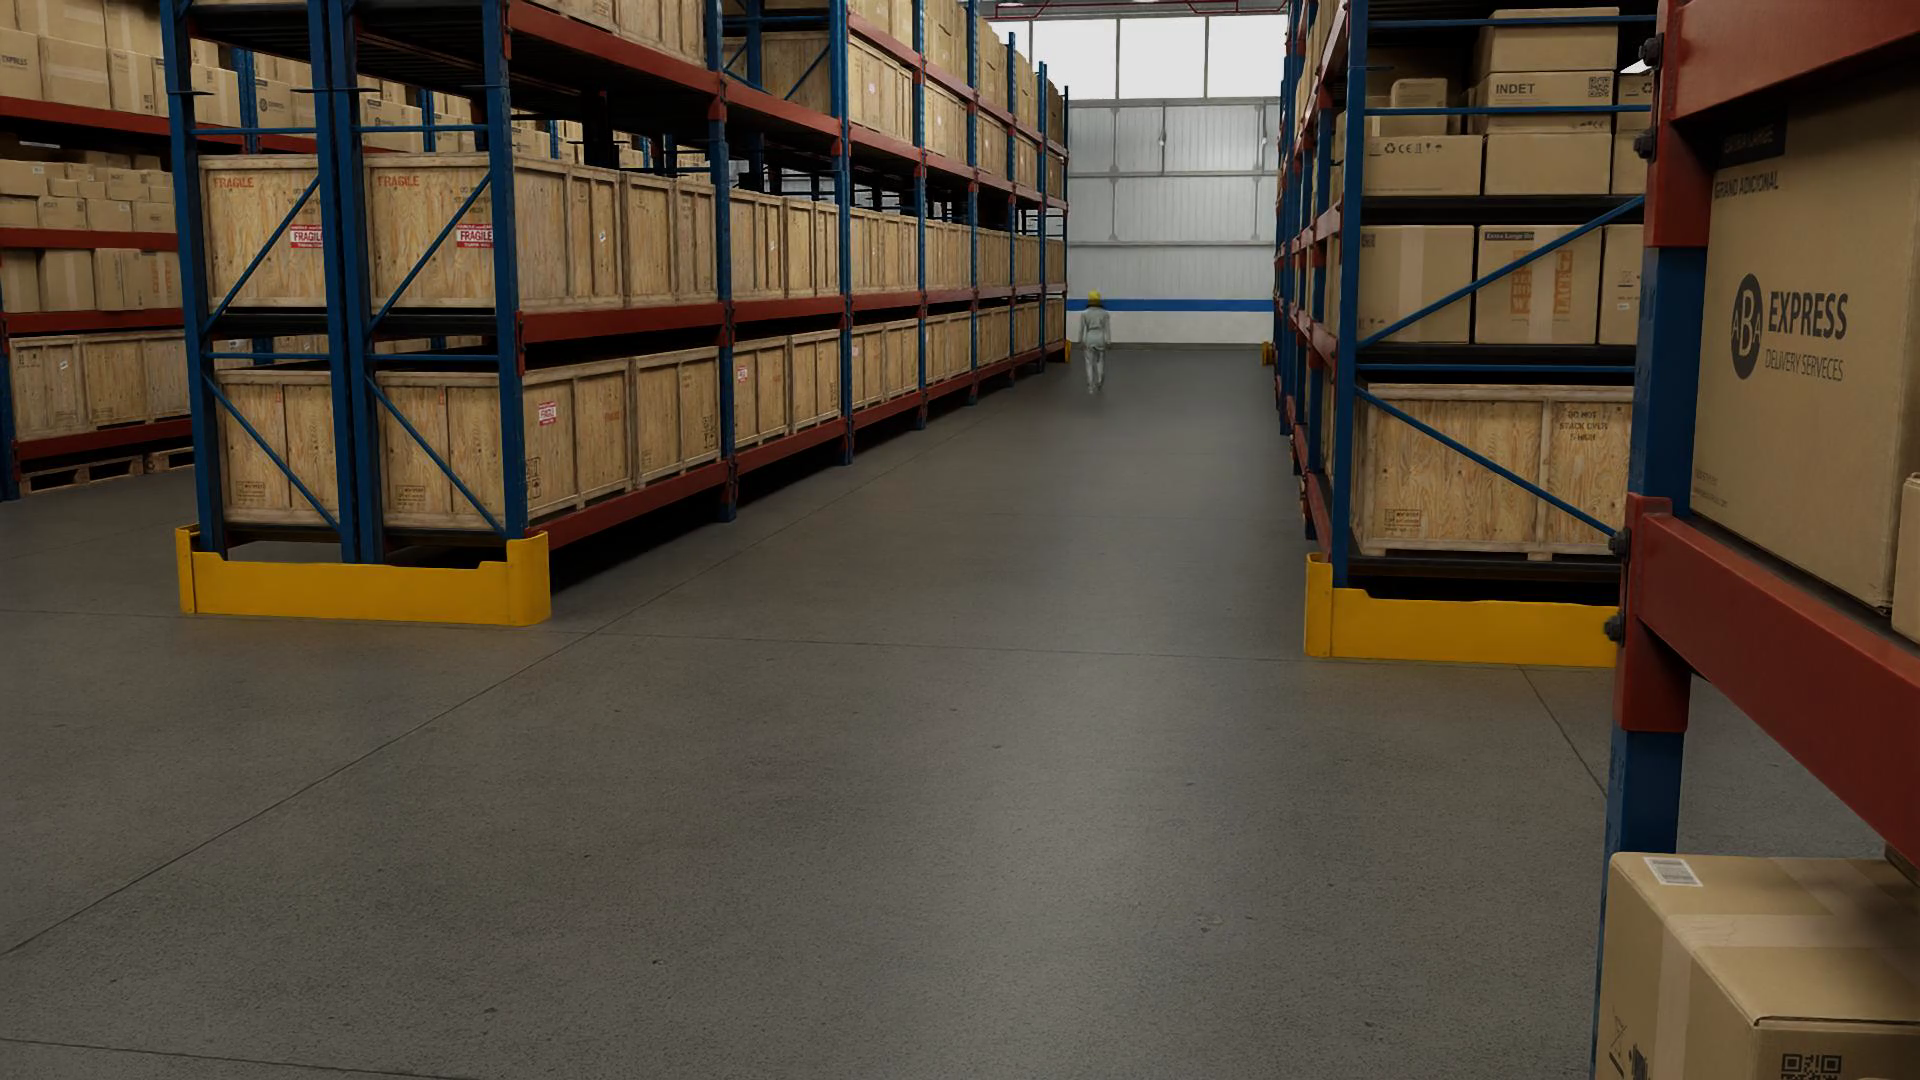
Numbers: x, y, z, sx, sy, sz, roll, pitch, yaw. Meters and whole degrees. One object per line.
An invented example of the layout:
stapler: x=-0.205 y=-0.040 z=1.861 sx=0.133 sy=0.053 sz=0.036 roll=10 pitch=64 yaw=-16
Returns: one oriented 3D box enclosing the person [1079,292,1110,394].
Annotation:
person: x=2.242 y=-3.292 z=27.787 sx=0.512 sy=1.684 sz=0.910 roll=0 pitch=9 yaw=3
